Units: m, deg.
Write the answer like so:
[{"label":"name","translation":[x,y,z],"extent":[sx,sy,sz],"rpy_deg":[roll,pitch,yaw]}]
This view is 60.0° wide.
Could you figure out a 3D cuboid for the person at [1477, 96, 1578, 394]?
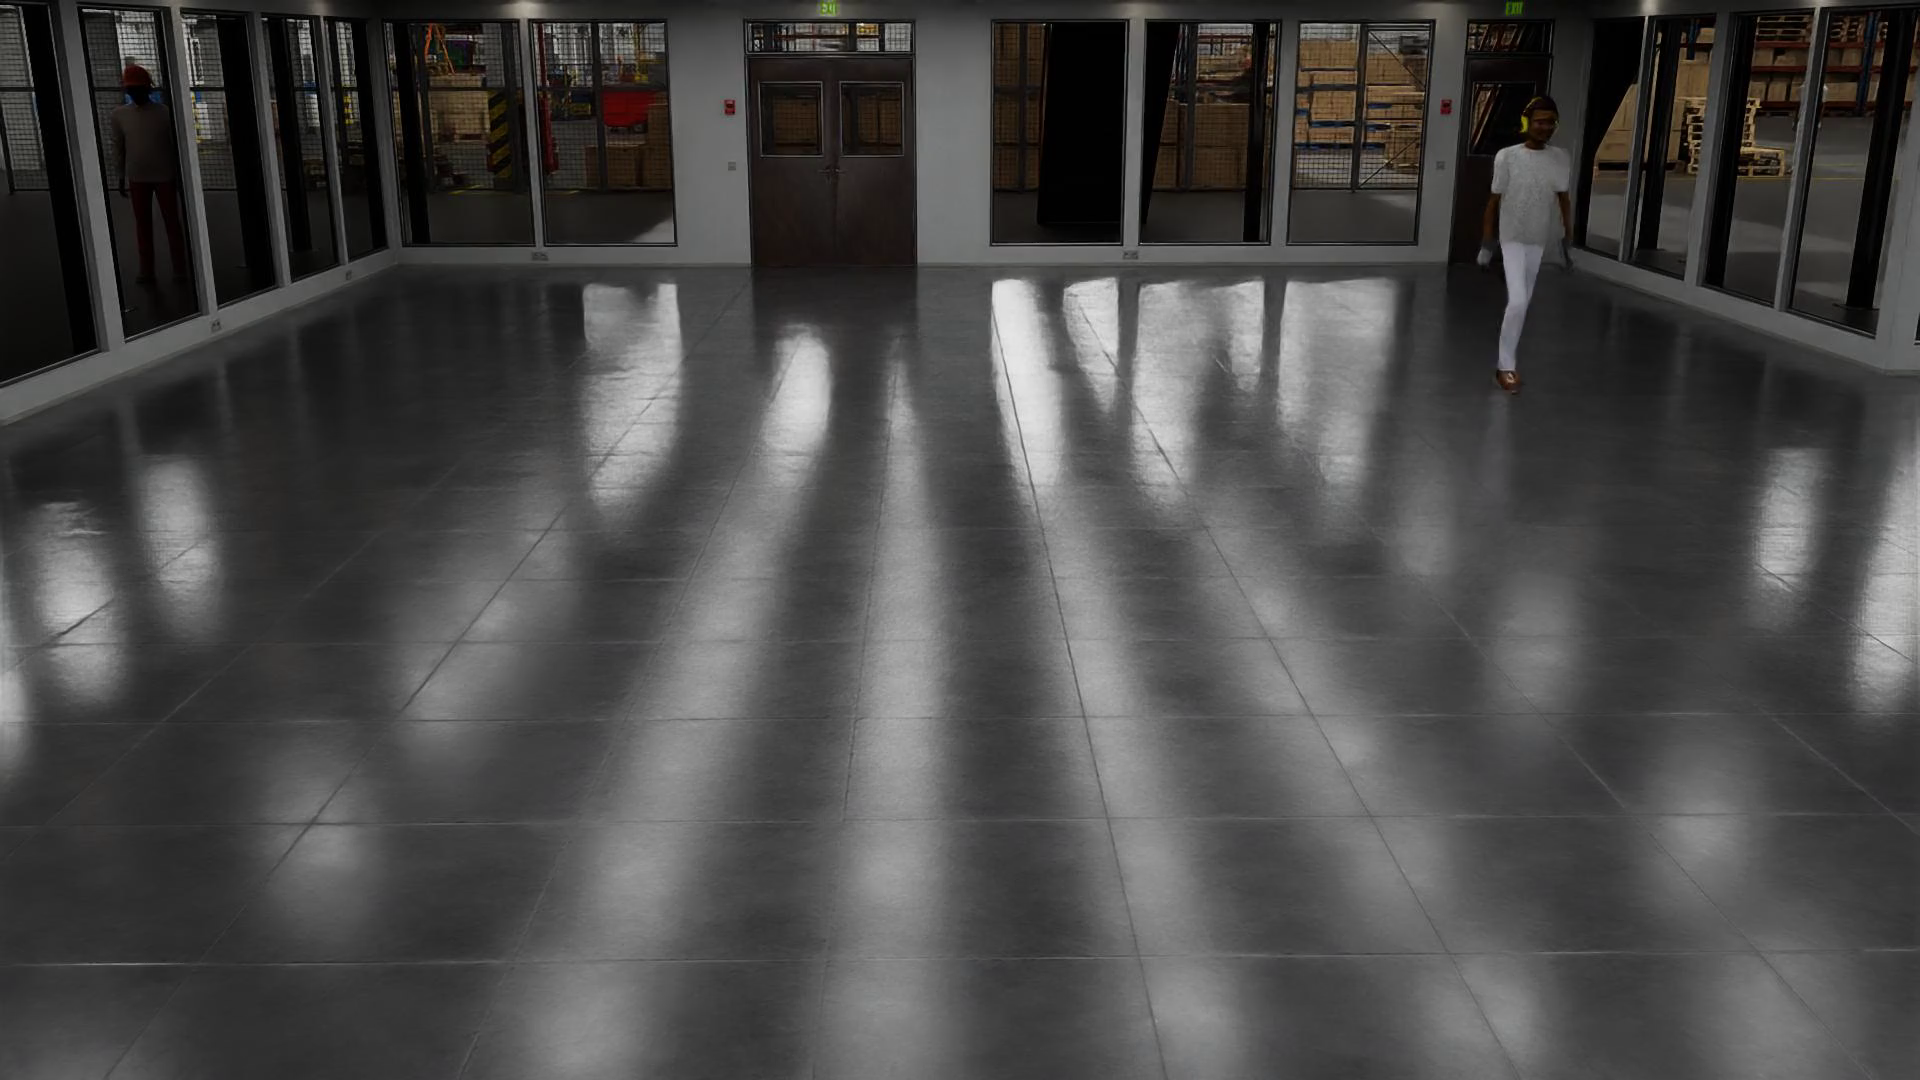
[{"label":"person","translation":[3.623,-1.853,10.522],"extent":[0.541,1.844,0.689],"rpy_deg":[-4,17,-13]}]
